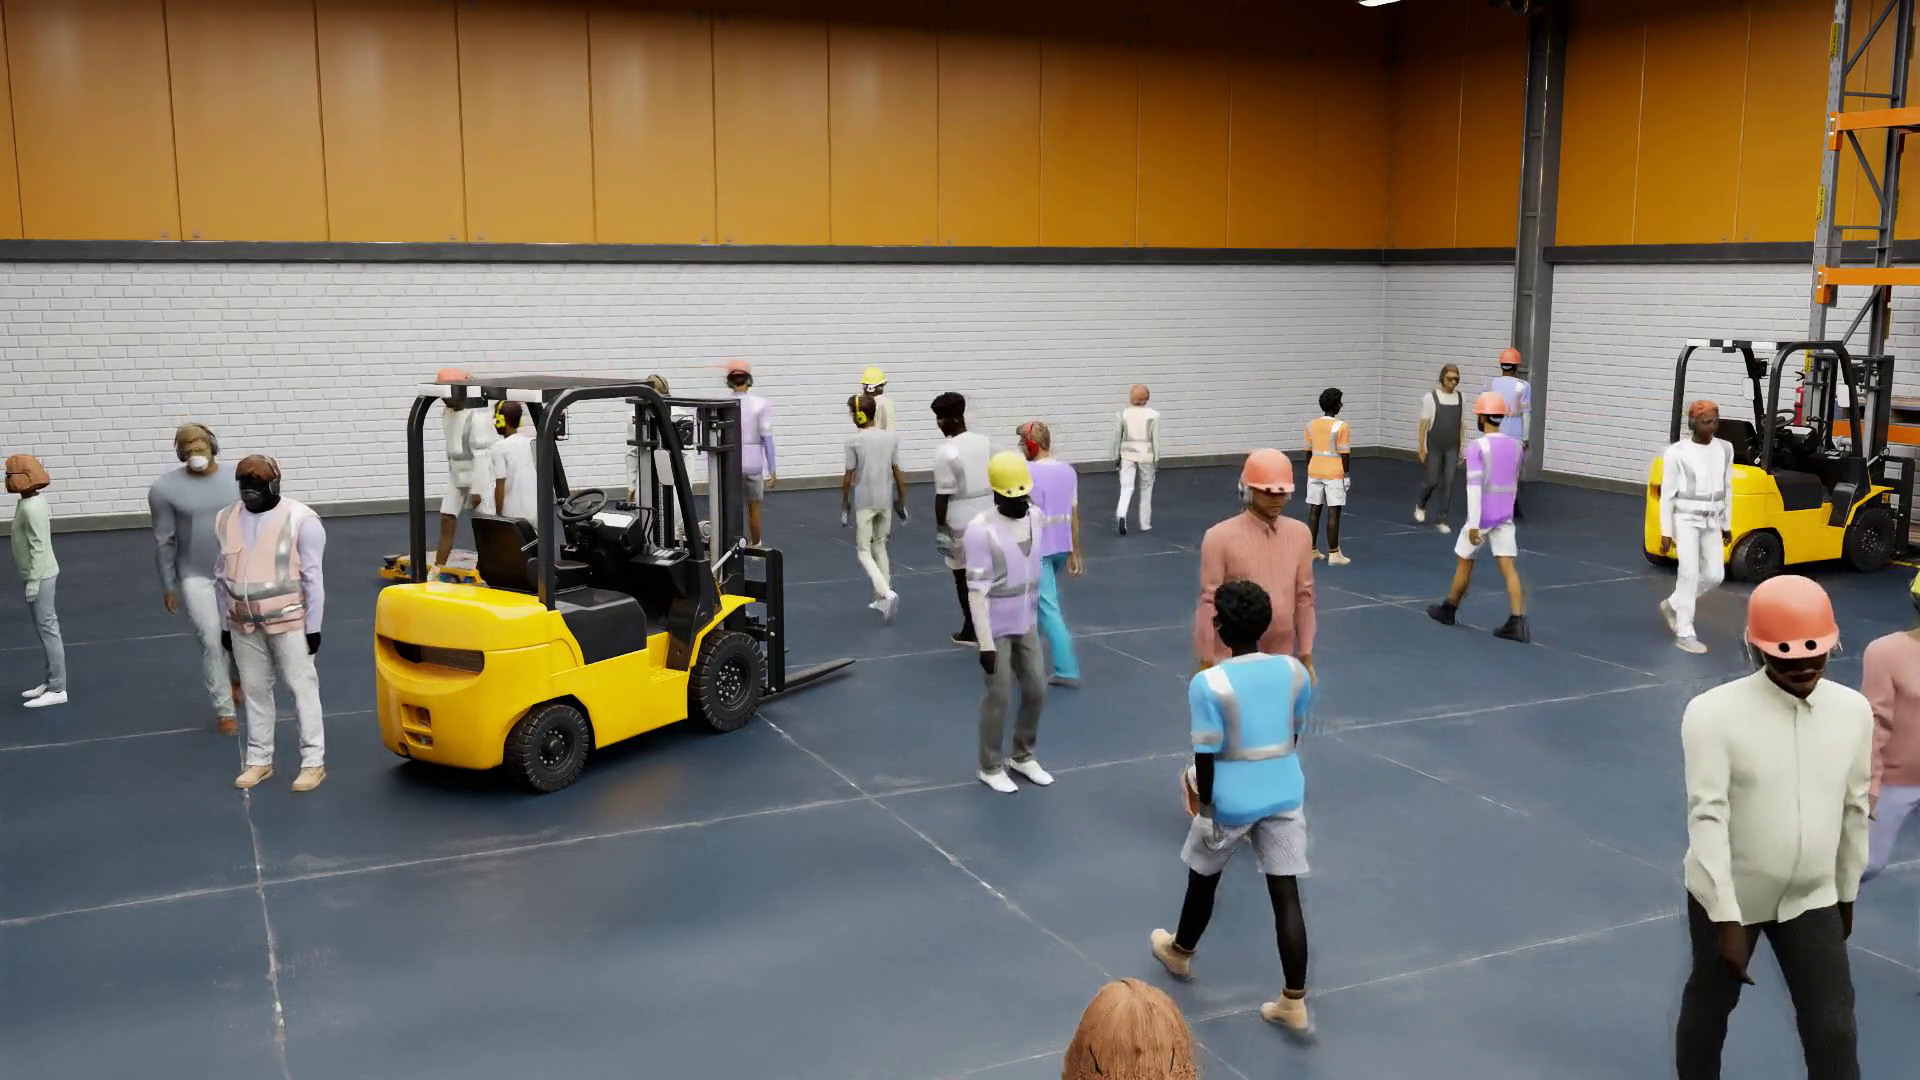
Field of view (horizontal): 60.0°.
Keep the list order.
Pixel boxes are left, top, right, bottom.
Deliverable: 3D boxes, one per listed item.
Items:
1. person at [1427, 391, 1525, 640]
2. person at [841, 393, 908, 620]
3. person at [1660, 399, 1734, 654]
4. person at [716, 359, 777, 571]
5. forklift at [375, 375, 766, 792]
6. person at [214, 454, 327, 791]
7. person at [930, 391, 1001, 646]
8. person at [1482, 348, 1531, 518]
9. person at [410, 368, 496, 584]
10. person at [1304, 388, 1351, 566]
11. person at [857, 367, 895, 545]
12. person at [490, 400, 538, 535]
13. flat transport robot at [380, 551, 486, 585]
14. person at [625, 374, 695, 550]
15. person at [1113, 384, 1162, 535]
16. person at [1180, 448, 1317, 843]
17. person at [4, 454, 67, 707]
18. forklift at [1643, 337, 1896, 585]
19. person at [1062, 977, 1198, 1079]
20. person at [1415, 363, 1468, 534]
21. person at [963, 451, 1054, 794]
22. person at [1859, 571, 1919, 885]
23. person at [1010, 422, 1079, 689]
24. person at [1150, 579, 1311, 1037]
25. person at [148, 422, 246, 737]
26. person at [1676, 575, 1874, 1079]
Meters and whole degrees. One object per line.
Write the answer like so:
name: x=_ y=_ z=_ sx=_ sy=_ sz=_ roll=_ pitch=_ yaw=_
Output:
person: x=4.072 y=-0.204 z=12.852 sx=0.561 sy=1.878 sz=1.021 roll=-4 pitch=10 yaw=-24
person: x=-0.645 y=-0.265 z=13.407 sx=0.614 sy=1.843 sz=0.742 roll=-6 pitch=11 yaw=-33
person: x=5.427 y=-0.116 z=12.336 sx=0.596 sy=1.869 sz=0.541 roll=-3 pitch=9 yaw=-15
person: x=-2.054 y=-0.708 z=15.674 sx=0.634 sy=1.986 sz=1.037 roll=0 pitch=9 yaw=1
forklift: x=-2.268 y=0.149 z=9.685 sx=1.214 sy=2.155 sz=2.313 roll=6 pitch=11 yaw=32
person: x=-3.720 y=0.449 z=8.974 sx=0.620 sy=1.832 sz=0.431 roll=1 pitch=9 yaw=8
person: x=0.099 y=-0.128 z=12.227 sx=0.668 sy=1.934 sz=0.581 roll=-8 pitch=12 yaw=-40
person: x=6.212 y=-1.213 z=18.929 sx=0.545 sy=1.938 sz=0.361 roll=5 pitch=11 yaw=30
person: x=-4.351 y=-0.542 z=14.665 sx=0.647 sy=1.973 sz=1.096 roll=7 pitch=12 yaw=38
person: x=3.522 y=-0.606 z=15.909 sx=0.319 sy=1.697 sz=0.533 roll=-7 pitch=11 yaw=-37
person: x=-0.872 y=-0.863 z=17.126 sx=0.403 sy=1.827 sz=0.596 roll=3 pitch=10 yaw=16
person: x=-3.357 y=-0.139 z=12.615 sx=0.425 sy=1.840 sz=0.530 roll=4 pitch=10 yaw=24
flat transport robot: x=-4.494 y=0.264 z=14.924 sx=1.431 sy=0.197 sz=0.652 roll=7 pitch=11 yaw=35
person: x=-2.559 y=-0.446 z=14.186 sx=0.627 sy=1.934 sz=0.371 roll=2 pitch=9 yaw=14
person: x=1.871 y=-0.853 z=17.724 sx=0.525 sy=1.615 sz=0.740 roll=3 pitch=10 yaw=18
person: x=1.402 y=0.526 z=8.053 sx=0.613 sy=1.973 sz=0.556 roll=-4 pitch=10 yaw=-26
person: x=-5.979 y=0.257 z=10.750 sx=0.278 sy=1.632 sz=0.498 roll=-5 pitch=10 yaw=-28
forklift: x=7.551 y=-0.789 z=15.507 sx=2.313 sy=2.155 sz=1.214 roll=-4 pitch=10 yaw=-25
person: x=0.326 y=1.565 z=2.784 sx=0.511 sy=1.586 sz=0.862 roll=-1 pitch=9 yaw=-5
person: x=5.188 y=-0.997 z=17.937 sx=0.505 sy=1.827 sz=0.558 roll=-1 pitch=9 yaw=-7
person: x=0.253 y=0.447 z=8.808 sx=0.532 sy=1.875 sz=0.635 roll=9 pitch=13 yaw=43
person: x=3.675 y=0.896 z=6.444 sx=0.523 sy=1.737 sz=0.801 roll=0 pitch=9 yaw=0
person: x=0.506 y=0.082 z=11.396 sx=0.969 sy=1.779 sz=0.554 roll=9 pitch=13 yaw=44
person: x=1.067 y=0.967 z=6.278 sx=0.544 sy=1.641 sz=0.859 roll=-4 pitch=10 yaw=-21
person: x=-4.573 y=0.220 z=10.152 sx=0.649 sy=1.907 sz=0.641 roll=-6 pitch=11 yaw=-32
person: x=2.398 y=1.062 z=4.804 sx=0.624 sy=1.930 sz=1.017 roll=-1 pitch=9 yaw=-4
